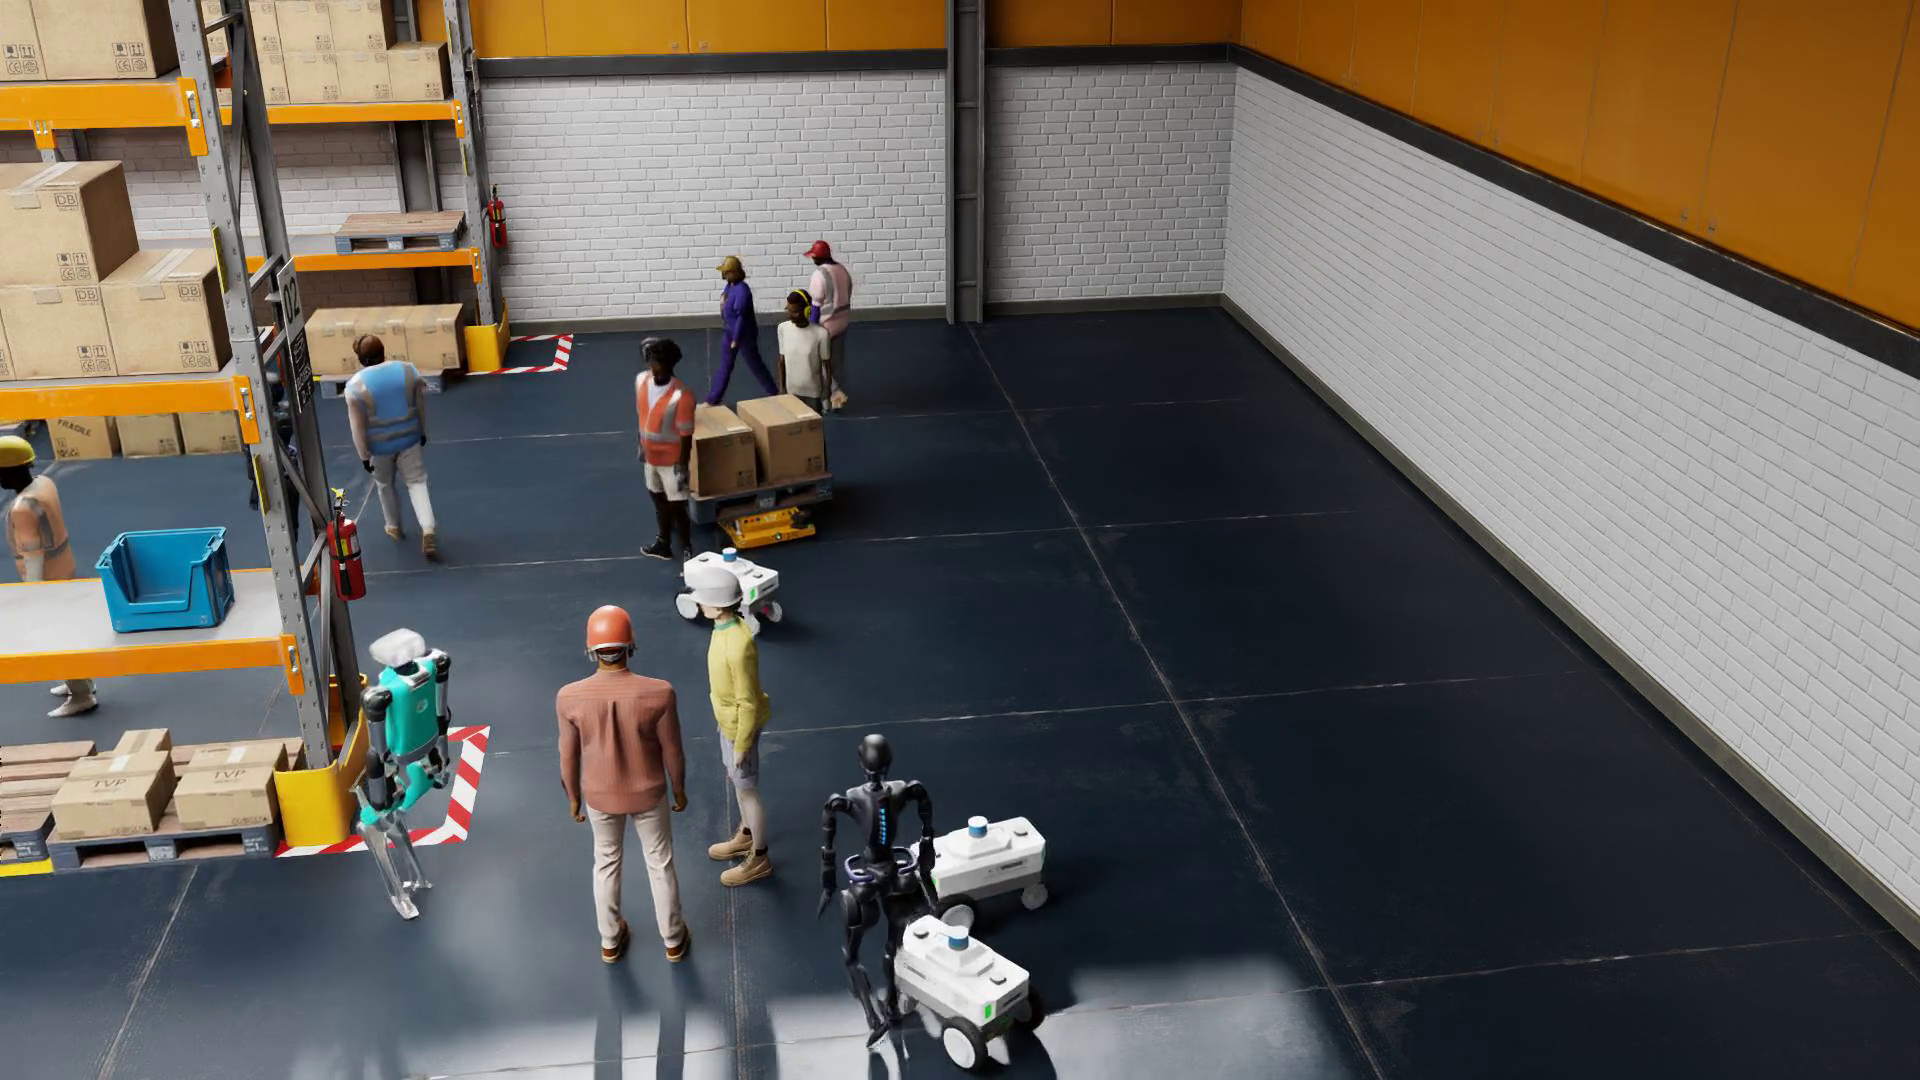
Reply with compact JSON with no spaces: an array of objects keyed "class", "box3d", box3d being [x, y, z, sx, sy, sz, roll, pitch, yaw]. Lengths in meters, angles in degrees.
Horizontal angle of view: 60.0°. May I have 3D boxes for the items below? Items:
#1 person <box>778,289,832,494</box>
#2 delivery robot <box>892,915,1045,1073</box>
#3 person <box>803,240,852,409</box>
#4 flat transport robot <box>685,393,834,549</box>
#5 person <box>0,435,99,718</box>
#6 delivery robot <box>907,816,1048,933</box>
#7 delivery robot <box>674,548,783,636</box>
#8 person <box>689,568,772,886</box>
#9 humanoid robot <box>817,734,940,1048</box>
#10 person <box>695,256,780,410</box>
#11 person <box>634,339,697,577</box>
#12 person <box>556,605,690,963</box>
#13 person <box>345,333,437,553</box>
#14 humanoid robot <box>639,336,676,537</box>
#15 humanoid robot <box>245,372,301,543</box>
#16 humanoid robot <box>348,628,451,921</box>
[{"class":"person","box3d":[-1.330,-1.242,14.246,0.509,1.864,0.332,8,25,18]},{"class":"delivery robot","box3d":[0.015,2.165,8.108,0.766,0.595,0.505,21,31,39]},{"class":"person","box3d":[-1.282,-2.083,16.312,0.419,1.736,0.707,15,28,31]},{"class":"flat transport robot","box3d":[-1.805,-0.306,14.093,0.659,0.231,1.431,-12,26,-25]},{"class":"person","box3d":[-5.960,0.232,10.815,0.373,1.932,0.588,-5,24,-11]},{"class":"delivery robot","box3d":[0.068,1.785,8.990,0.786,0.608,0.499,-10,26,-22]},{"class":"delivery robot","box3d":[-1.699,0.348,12.260,0.799,0.605,0.499,15,28,30]},{"class":"person","box3d":[-1.223,1.008,9.088,0.398,1.888,0.473,-8,25,-17]},{"class":"humanoid robot","box3d":[-0.375,1.653,7.879,0.598,1.644,0.461,-7,25,-16]},{"class":"person","box3d":[-2.187,-2.019,16.359,0.860,1.577,0.453,-14,27,-29]},{"class":"person","box3d":[-2.321,-0.666,12.863,0.767,1.934,0.367,19,30,37]},{"class":"person","box3d":[-1.690,1.251,8.420,0.621,1.986,0.403,0,24,0]},{"class":"person","box3d":[-4.511,-0.768,13.235,0.625,1.805,0.856,-14,28,-30]},{"class":"humanoid robot","box3d":[-2.442,-0.877,13.640,0.306,1.650,0.612,-3,24,-6]},{"class":"humanoid robot","box3d":[-5.214,-0.495,12.777,0.420,1.652,0.585,17,29,34]},{"class":"humanoid robot","box3d":[-3.027,1.246,8.766,0.802,1.804,0.549,12,26,26]}]
